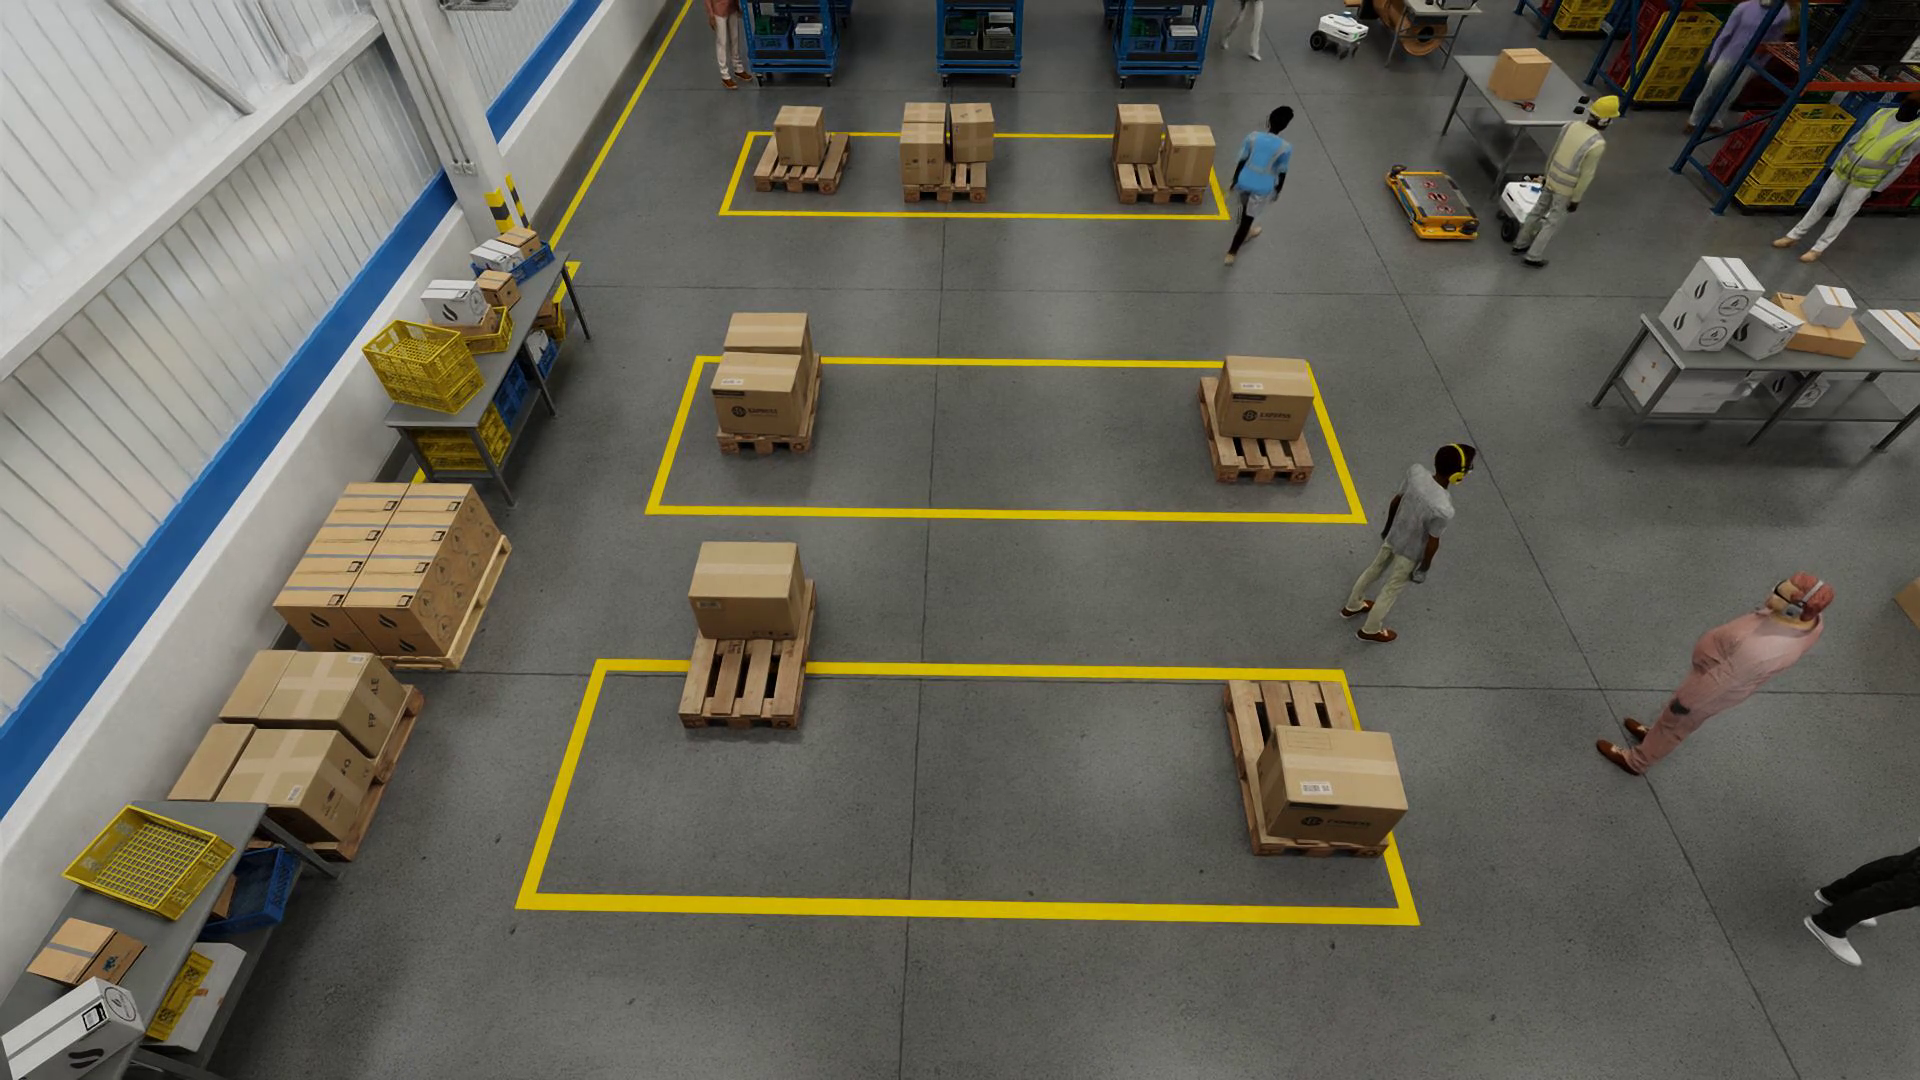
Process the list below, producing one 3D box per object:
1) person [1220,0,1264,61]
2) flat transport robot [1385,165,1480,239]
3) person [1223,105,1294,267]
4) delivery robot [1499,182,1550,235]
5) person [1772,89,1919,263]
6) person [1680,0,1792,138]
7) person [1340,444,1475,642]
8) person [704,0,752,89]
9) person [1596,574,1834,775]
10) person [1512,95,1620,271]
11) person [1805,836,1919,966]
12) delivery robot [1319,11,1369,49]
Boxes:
[{"bbox_3d":[4.334,-8.097,13.640,0.520,1.609,0.768,-18,51,-15],"label":"person"},{"bbox_3d":[5.692,-4.094,11.059,0.652,0.197,1.431,1,49,1],"label":"flat transport robot"},{"bbox_3d":[3.194,-3.822,9.916,0.896,1.642,0.567,-37,58,-27],"label":"person"},{"bbox_3d":[6.586,-3.887,10.633,0.477,0.478,0.707,1,49,1],"label":"delivery robot"},{"bbox_3d":[9.661,-3.911,9.868,0.429,1.846,0.622,-16,51,-13],"label":"person"},{"bbox_3d":[10.037,-6.150,11.778,0.791,1.903,0.359,18,51,15],"label":"person"},{"bbox_3d":[3.146,0.035,6.433,0.328,1.875,0.513,-10,50,-9],"label":"person"},{"bbox_3d":[-3.280,-7.409,12.798,0.393,1.990,0.623,28,55,22],"label":"person"},{"bbox_3d":[4.689,0.862,5.703,0.645,1.901,0.400,-25,54,-20],"label":"person"},{"bbox_3d":[6.451,-3.816,9.795,0.429,1.831,0.633,-7,50,-6],"label":"person"},{"bbox_3d":[5.396,1.717,4.948,0.590,1.919,0.395,-33,57,-25],"label":"person"},{"bbox_3d":[5.863,-7.819,14.037,0.477,0.478,0.707,-32,56,-24],"label":"delivery robot"}]
